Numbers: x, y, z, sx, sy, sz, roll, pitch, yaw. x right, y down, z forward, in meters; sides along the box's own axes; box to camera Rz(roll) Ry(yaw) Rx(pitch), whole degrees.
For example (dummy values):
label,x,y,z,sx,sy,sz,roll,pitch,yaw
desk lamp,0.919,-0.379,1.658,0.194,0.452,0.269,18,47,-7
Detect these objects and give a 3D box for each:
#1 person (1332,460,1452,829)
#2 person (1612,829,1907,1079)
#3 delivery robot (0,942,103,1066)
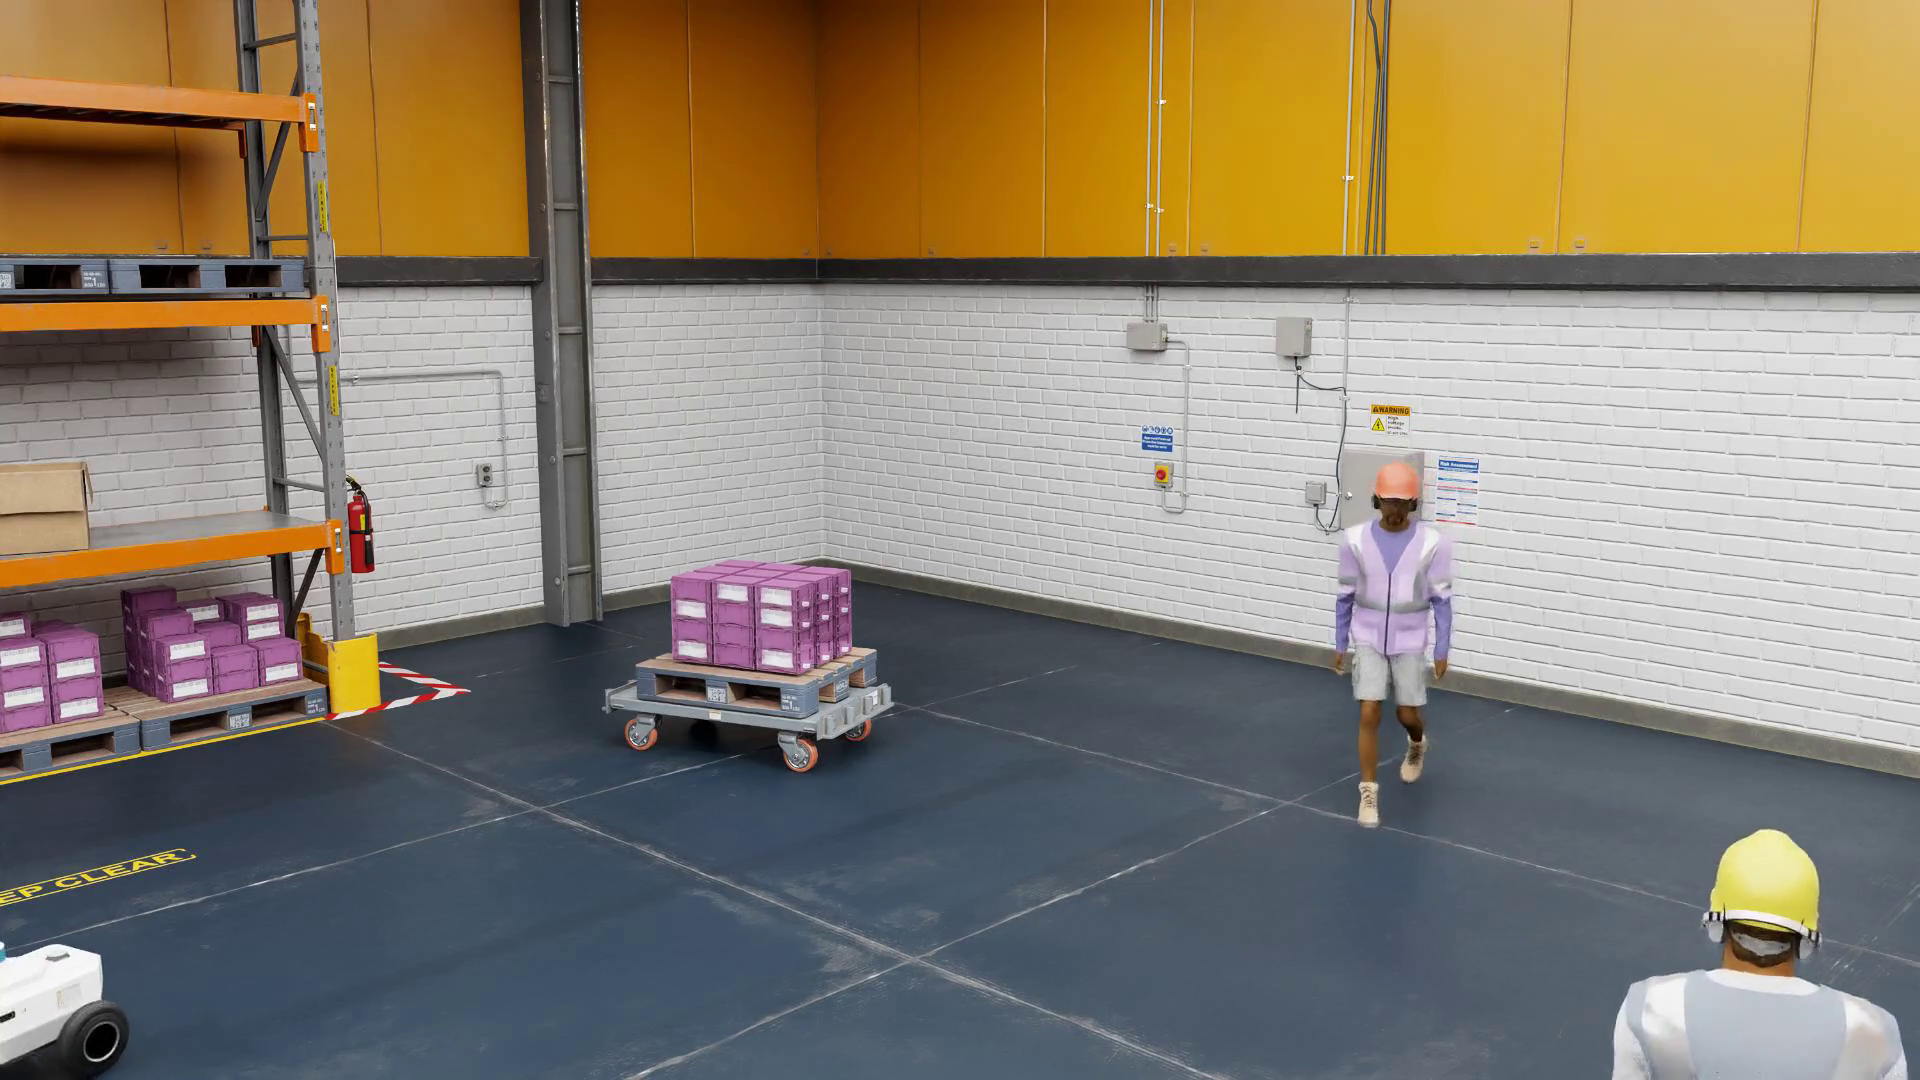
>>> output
label,x,y,z,sx,sy,sz,roll,pitch,yaw
person,2.412,0.534,9.256,0.622,2.021,0.815,4,10,21
person,1.728,1.540,3.670,0.598,1.817,0.536,4,10,21
delivery robot,-3.547,1.724,6.110,0.477,0.478,0.707,5,10,26
